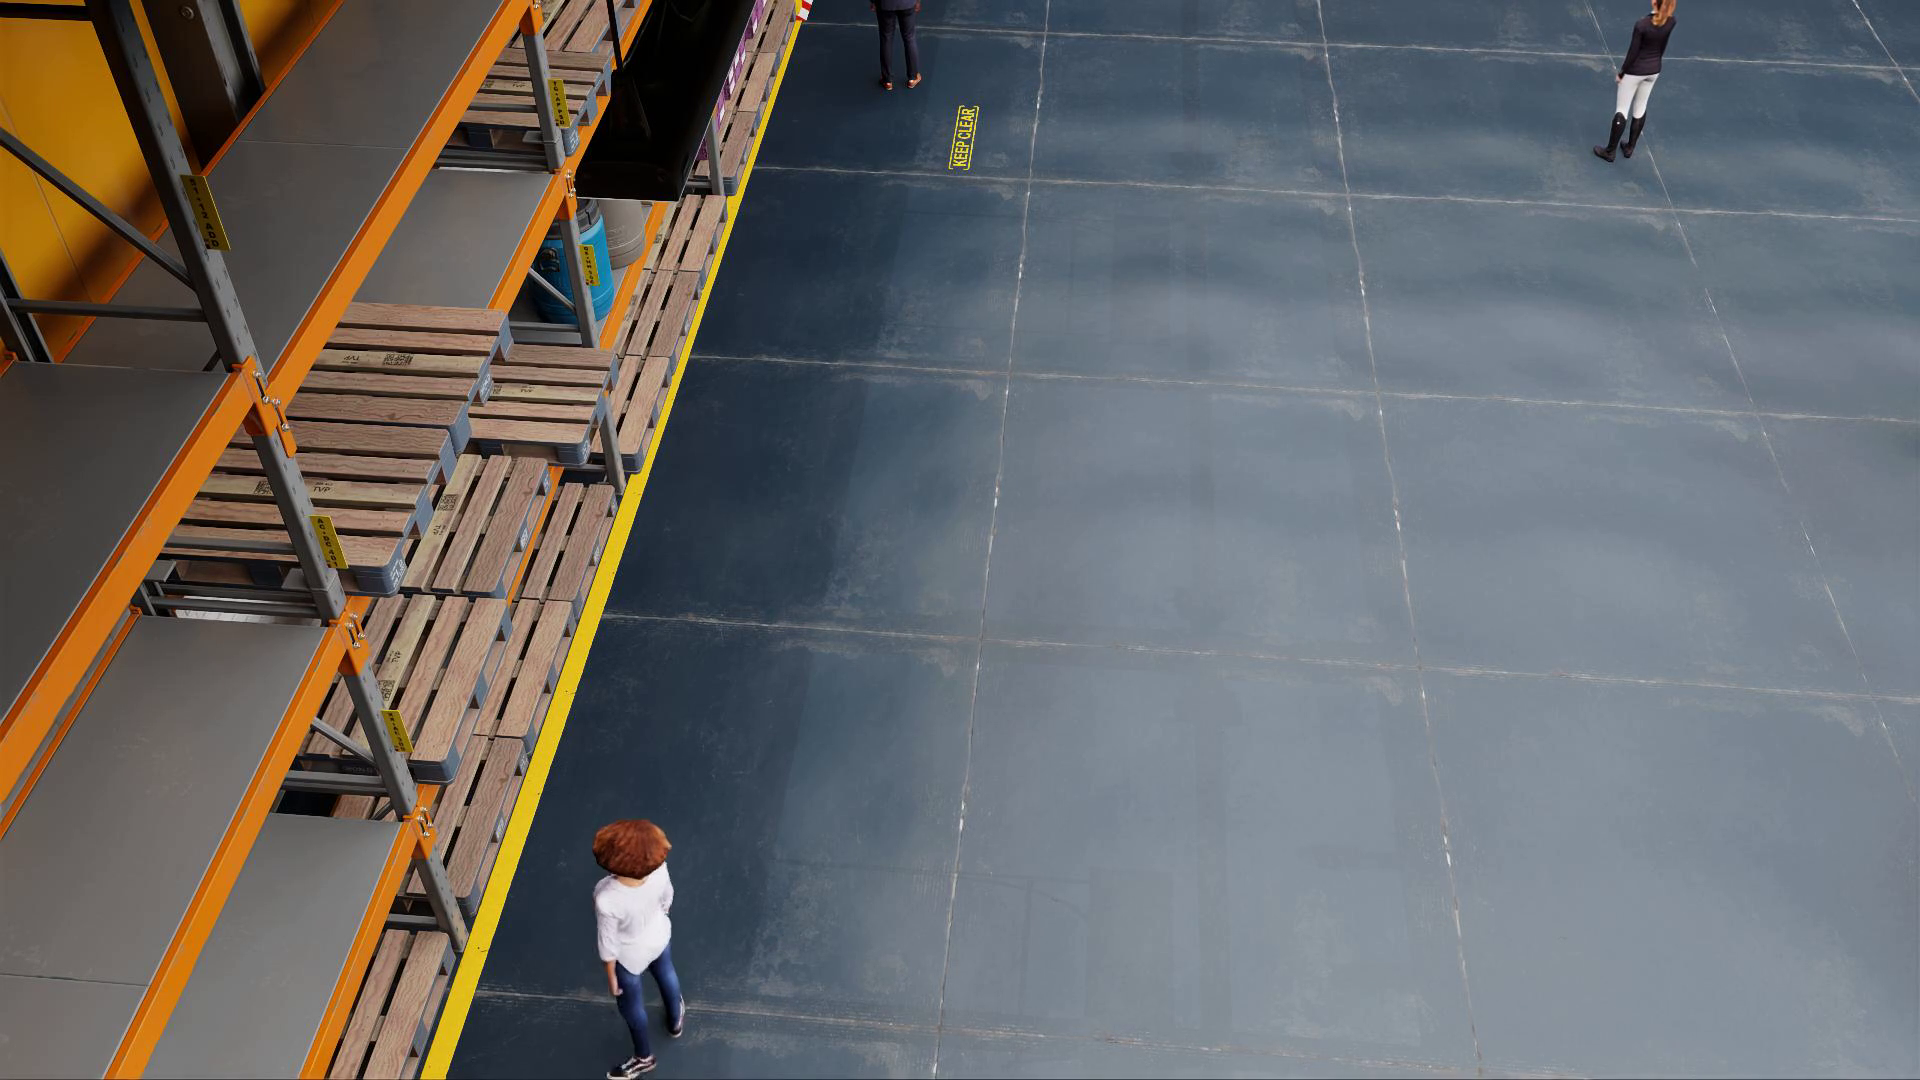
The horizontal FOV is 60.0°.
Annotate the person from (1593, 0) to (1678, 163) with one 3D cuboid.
[{"bbox_3d":[6.361,-4.362,15.571,0.647,1.729,0.660,-11,45,-12],"label":"person"}]

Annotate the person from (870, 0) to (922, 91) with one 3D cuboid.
[{"bbox_3d":[-0.636,-5.312,16.595,0.715,1.692,0.632,-1,44,-2],"label":"person"}]

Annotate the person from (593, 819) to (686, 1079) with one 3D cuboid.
[{"bbox_3d":[-1.687,2.172,8.742,0.989,1.687,0.864,22,48,21],"label":"person"}]
